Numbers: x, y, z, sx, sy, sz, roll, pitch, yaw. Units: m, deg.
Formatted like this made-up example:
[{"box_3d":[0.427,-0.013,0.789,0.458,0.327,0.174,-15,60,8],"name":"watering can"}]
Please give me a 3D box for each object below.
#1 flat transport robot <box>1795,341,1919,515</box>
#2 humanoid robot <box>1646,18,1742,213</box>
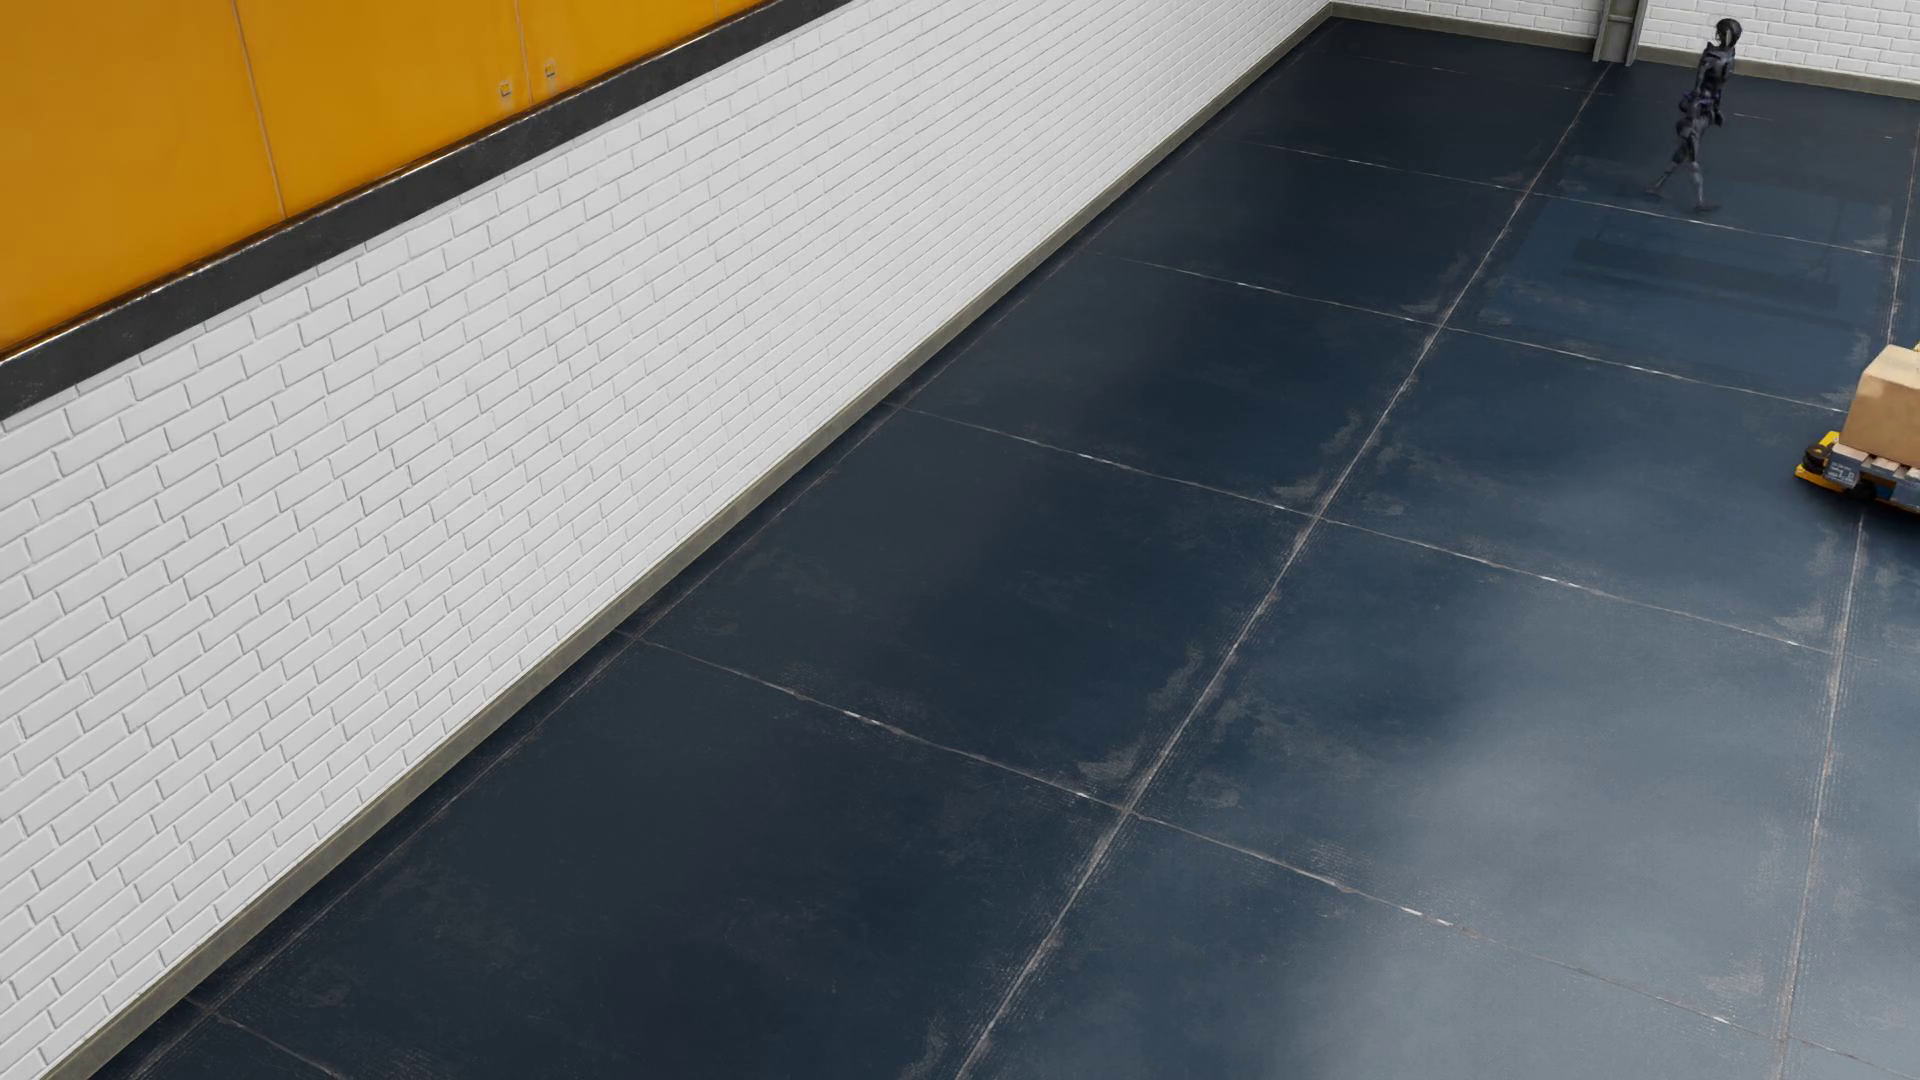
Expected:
[{"box_3d":[6.131,-0.348,10.495,1.431,0.231,0.659,26,42,33],"name":"flat transport robot"},{"box_3d":[6.347,-3.610,14.118,0.613,1.628,0.755,-28,43,-35],"name":"humanoid robot"}]
